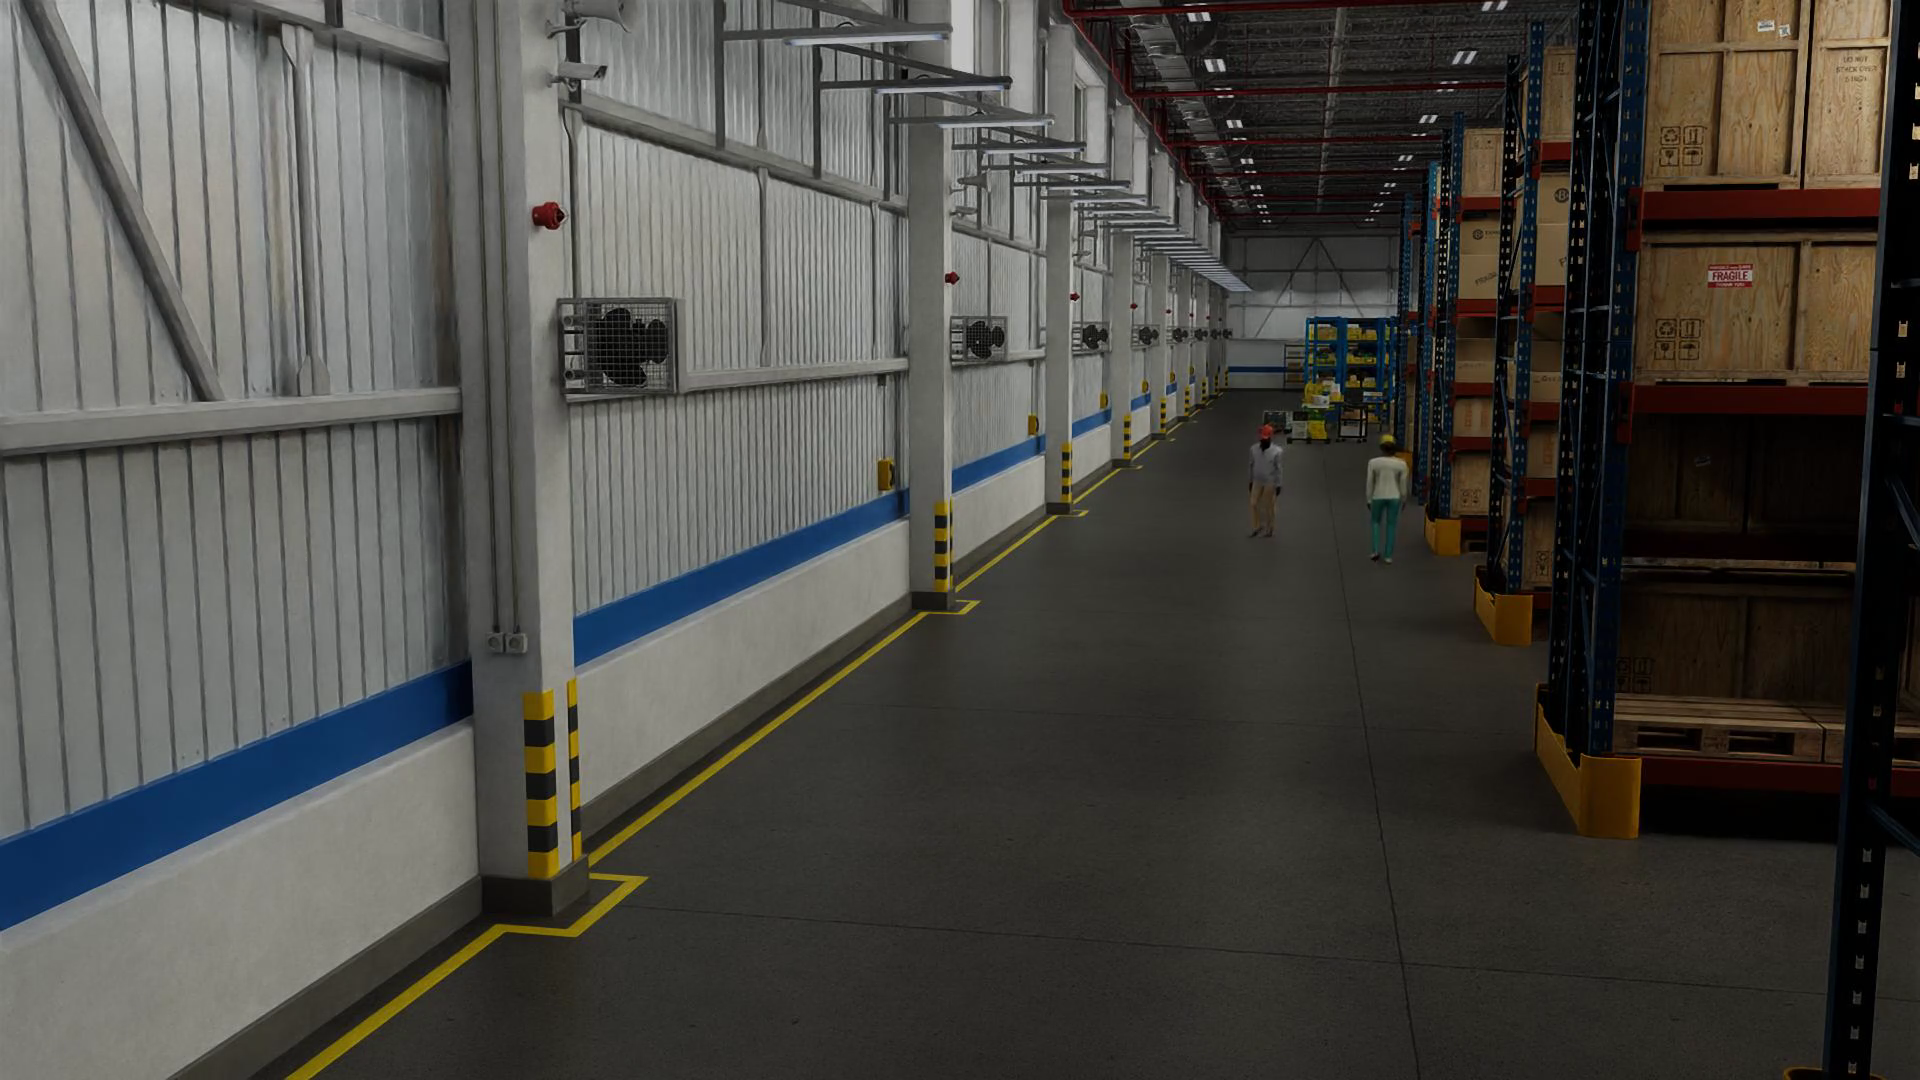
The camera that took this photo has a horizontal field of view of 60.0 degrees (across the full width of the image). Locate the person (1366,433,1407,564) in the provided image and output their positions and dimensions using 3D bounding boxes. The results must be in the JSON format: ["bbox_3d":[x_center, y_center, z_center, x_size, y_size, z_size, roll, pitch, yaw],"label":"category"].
[{"bbox_3d":[5.729,-0.559,22.362,0.533,1.754,0.566,2,7,12],"label":"person"}]

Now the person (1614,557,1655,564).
[{"bbox_3d":[6.067,0.291,15.296,0.618,1.809,0.616,3,8,20],"label":"person"}]

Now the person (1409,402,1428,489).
[{"bbox_3d":[9.157,-1.888,32.341,0.923,1.905,0.627,0,7,-2],"label":"person"}]

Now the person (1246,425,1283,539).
[{"bbox_3d":[4.554,-0.866,24.925,0.576,1.712,0.733,5,8,32],"label":"person"}]
